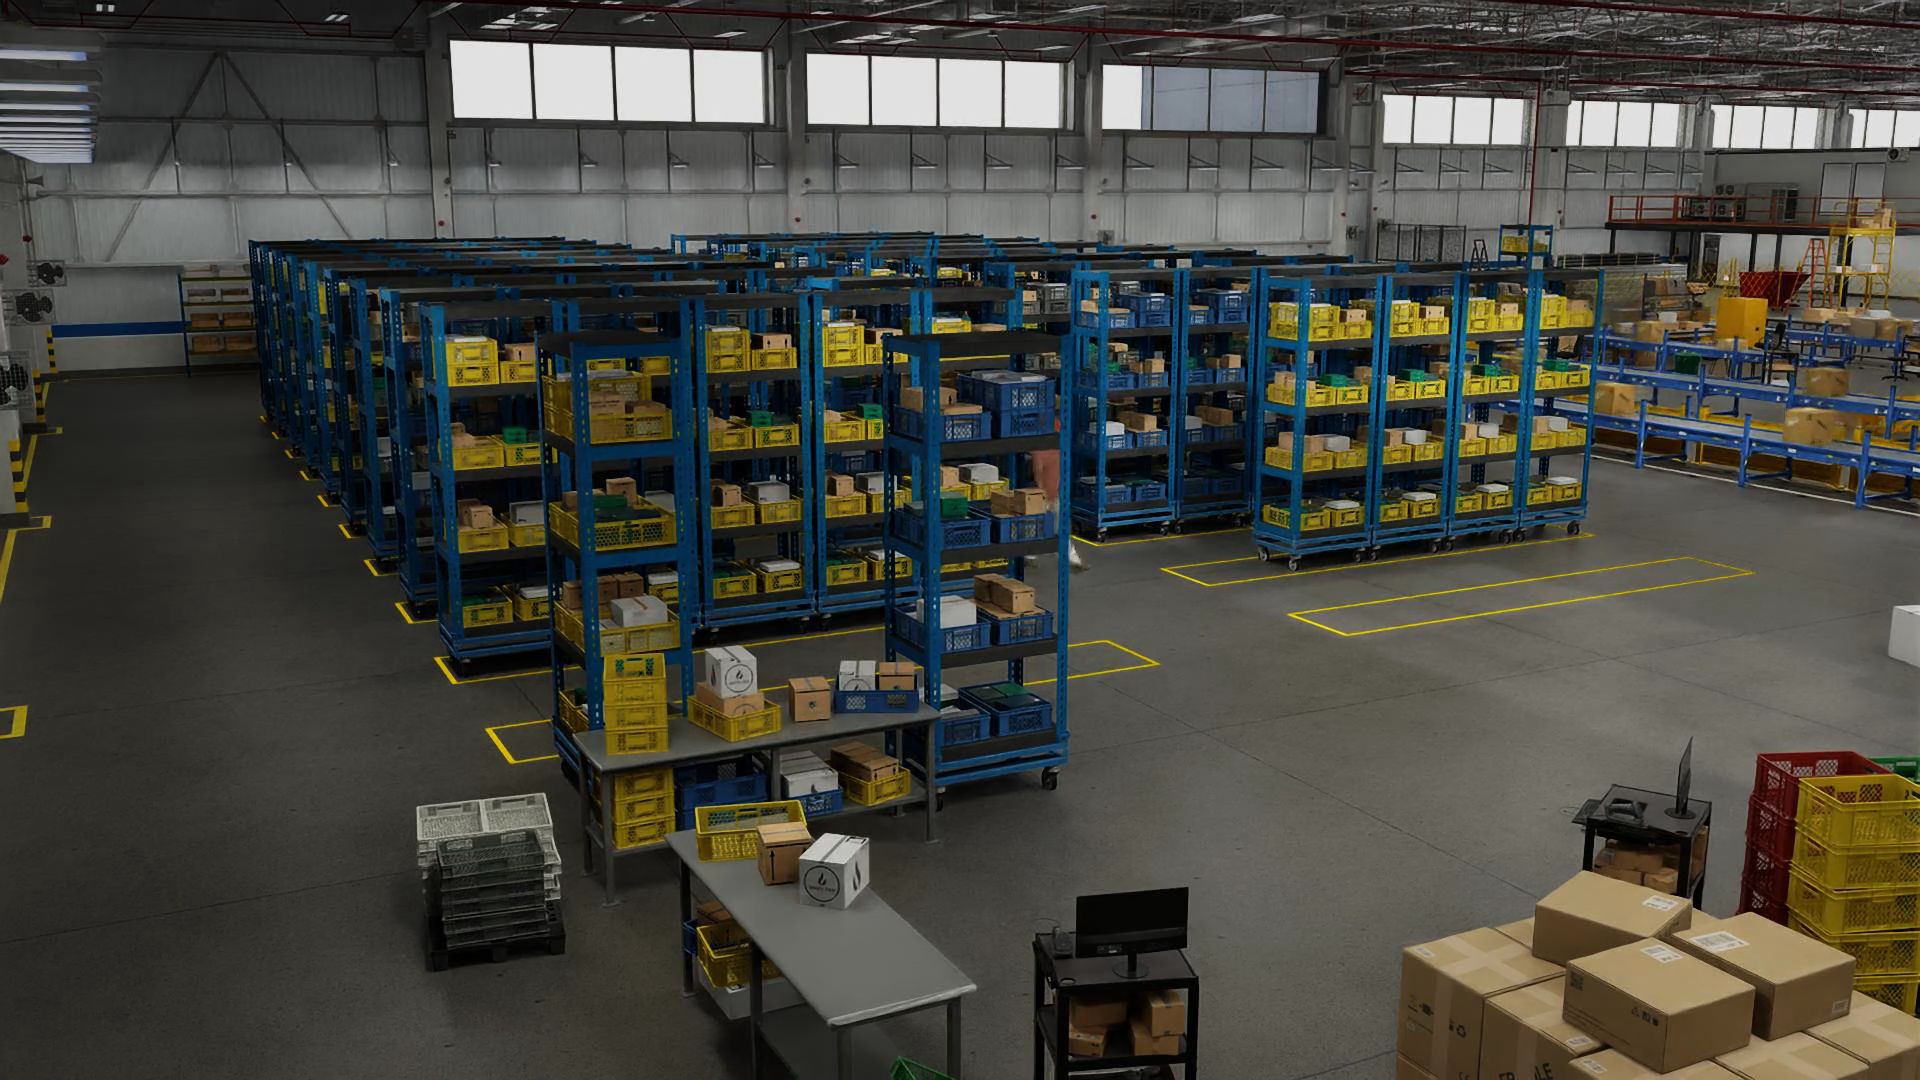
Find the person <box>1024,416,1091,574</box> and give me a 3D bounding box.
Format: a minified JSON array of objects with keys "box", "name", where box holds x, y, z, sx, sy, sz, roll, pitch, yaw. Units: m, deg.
[{"box":[1.131,-0.547,20.289,1.041,1.935,0.652,12,17,43],"name":"person"}]
